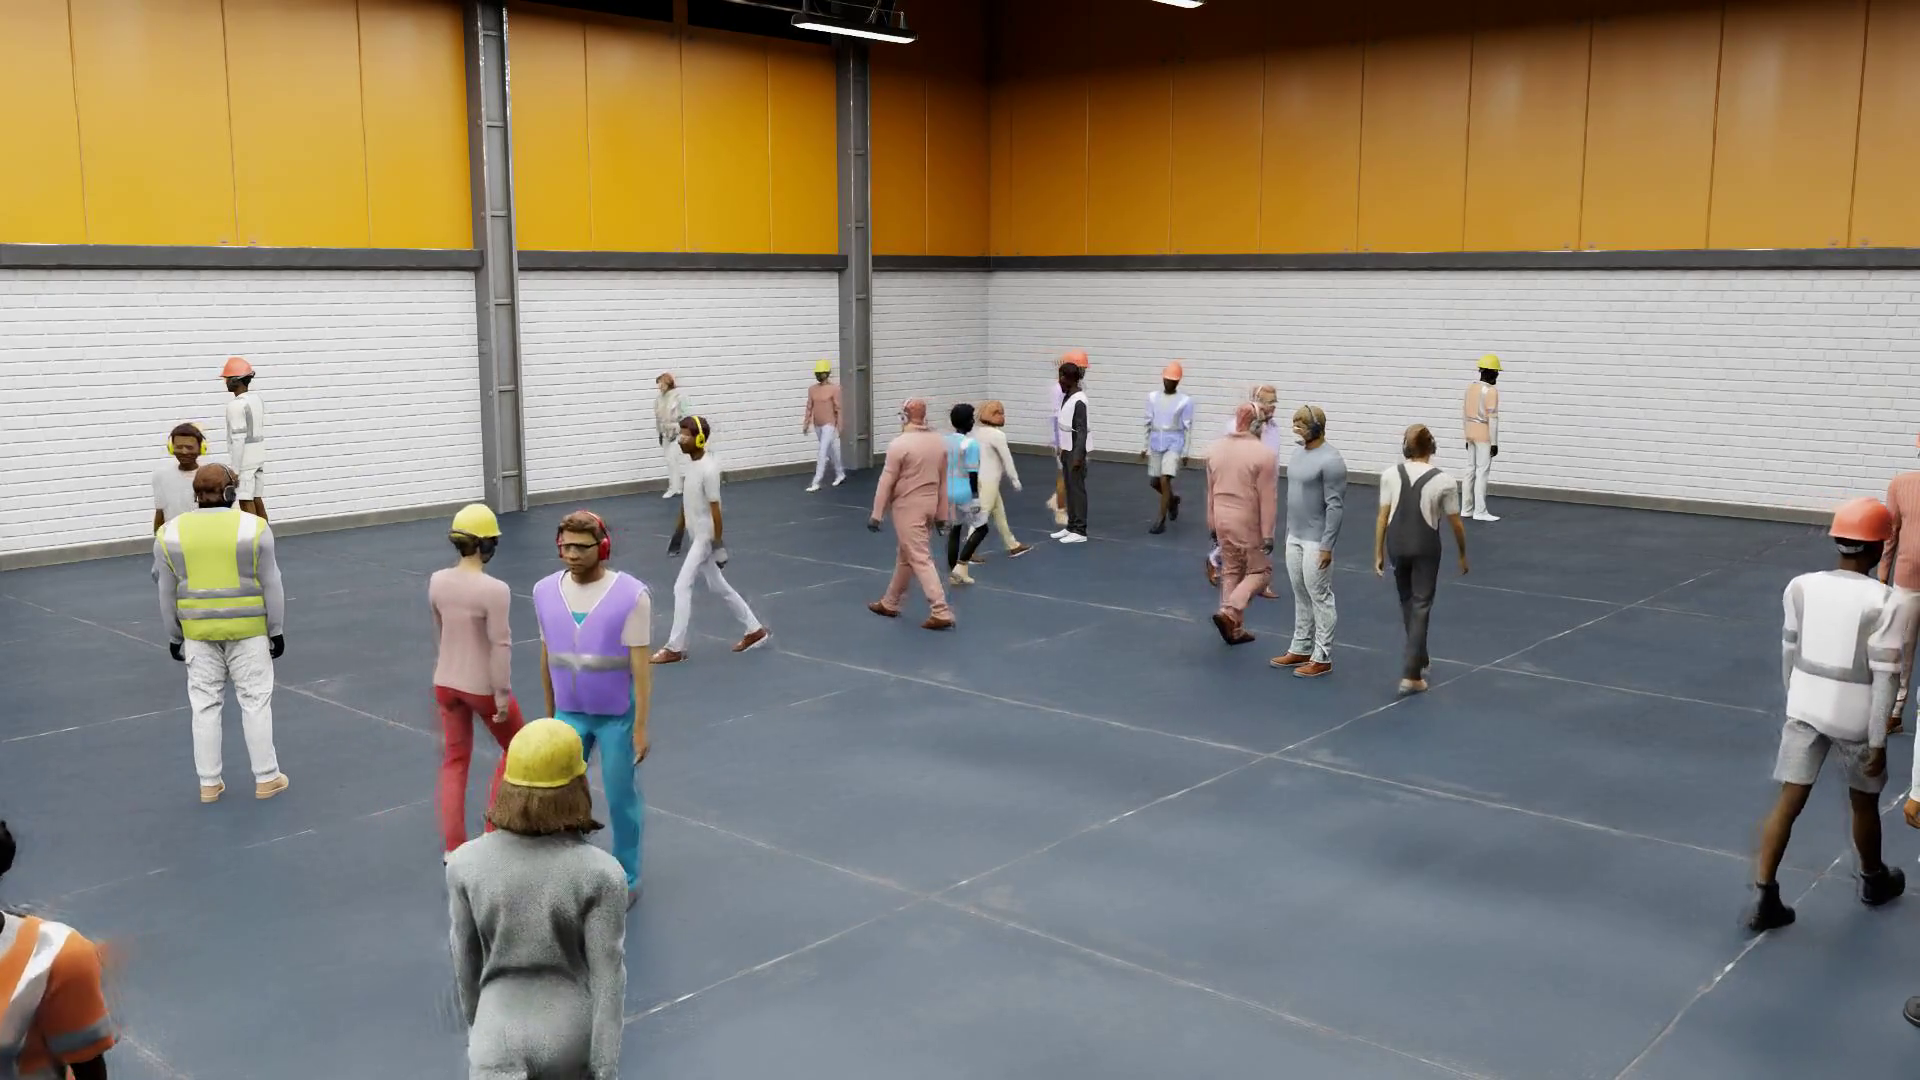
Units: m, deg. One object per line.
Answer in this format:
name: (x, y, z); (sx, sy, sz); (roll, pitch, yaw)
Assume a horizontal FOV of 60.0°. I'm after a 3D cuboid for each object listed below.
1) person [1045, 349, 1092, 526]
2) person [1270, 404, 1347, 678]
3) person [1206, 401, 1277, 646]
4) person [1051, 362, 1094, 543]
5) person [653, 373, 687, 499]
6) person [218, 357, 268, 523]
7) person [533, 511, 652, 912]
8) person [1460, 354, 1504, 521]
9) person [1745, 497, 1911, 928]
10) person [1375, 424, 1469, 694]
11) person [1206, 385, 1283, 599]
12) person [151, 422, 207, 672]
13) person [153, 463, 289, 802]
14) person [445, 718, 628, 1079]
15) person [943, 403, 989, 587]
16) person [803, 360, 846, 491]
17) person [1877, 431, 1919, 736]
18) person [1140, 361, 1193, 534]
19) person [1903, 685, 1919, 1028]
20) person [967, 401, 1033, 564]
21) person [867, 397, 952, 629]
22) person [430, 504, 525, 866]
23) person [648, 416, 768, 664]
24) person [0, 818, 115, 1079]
person: (1.248, -1.147, 18.745); (0.523, 2.014, 0.658); (6, 11, 32)
person: (2.480, 0.004, 11.771); (0.371, 1.934, 0.627); (-3, 9, -17)
person: (2.105, -0.103, 12.579); (0.531, 1.887, 0.652); (-7, 12, -39)
person: (1.210, -0.930, 17.697); (0.393, 1.915, 0.587); (-2, 9, -10)
person: (-3.642, -1.317, 21.097); (0.532, 1.599, 0.597); (6, 11, 33)
person: (-6.934, -0.742, 16.108); (0.370, 2.044, 0.608); (0, 9, -3)
person: (-1.601, 0.782, 7.233); (0.584, 1.824, 0.609); (2, 9, 12)
person: (6.053, -1.184, 19.254); (0.382, 1.923, 0.593); (-2, 9, -15)
person: (3.839, 0.749, 7.275); (1.032, 1.883, 0.560); (-6, 11, -34)
person: (3.147, 0.122, 11.391); (0.571, 1.806, 0.770); (6, 11, 33)
person: (2.555, -0.437, 14.714); (0.657, 1.887, 0.646); (-6, 11, -32)
person: (-5.227, 0.112, 11.349); (0.548, 1.851, 0.460); (-1, 9, -8)
person: (-3.956, 0.500, 8.968); (0.621, 1.837, 0.429); (-2, 9, -10)
person: (-1.098, 1.304, 4.368); (0.493, 1.695, 0.917); (0, 9, 1)
person: (0.026, -0.397, 15.029); (0.366, 1.685, 0.551); (-7, 11, -35)
person: (-1.794, -1.539, 22.165); (0.532, 1.729, 0.926); (6, 11, 35)
person: (5.858, 0.248, 10.047); (0.397, 1.992, 0.622); (-8, 12, -43)
person: (2.314, -1.040, 18.409); (0.567, 1.909, 0.744); (5, 10, 30)
person: (3.785, 0.899, 6.136); (0.551, 1.935, 0.371); (2, 9, 12)
person: (0.387, -0.566, 16.415); (0.842, 1.593, 0.501); (-4, 10, -22)
person: (-0.395, -0.226, 13.461); (0.999, 1.860, 0.638); (6, 11, 35)
person: (-2.319, 0.700, 7.992); (0.532, 1.752, 0.476); (4, 10, 25)
person: (-1.868, -0.019, 12.276); (0.971, 1.827, 0.532); (-3, 10, -21)
person: (-2.201, 1.398, 3.808); (0.542, 1.688, 0.403); (0, 9, 1)
